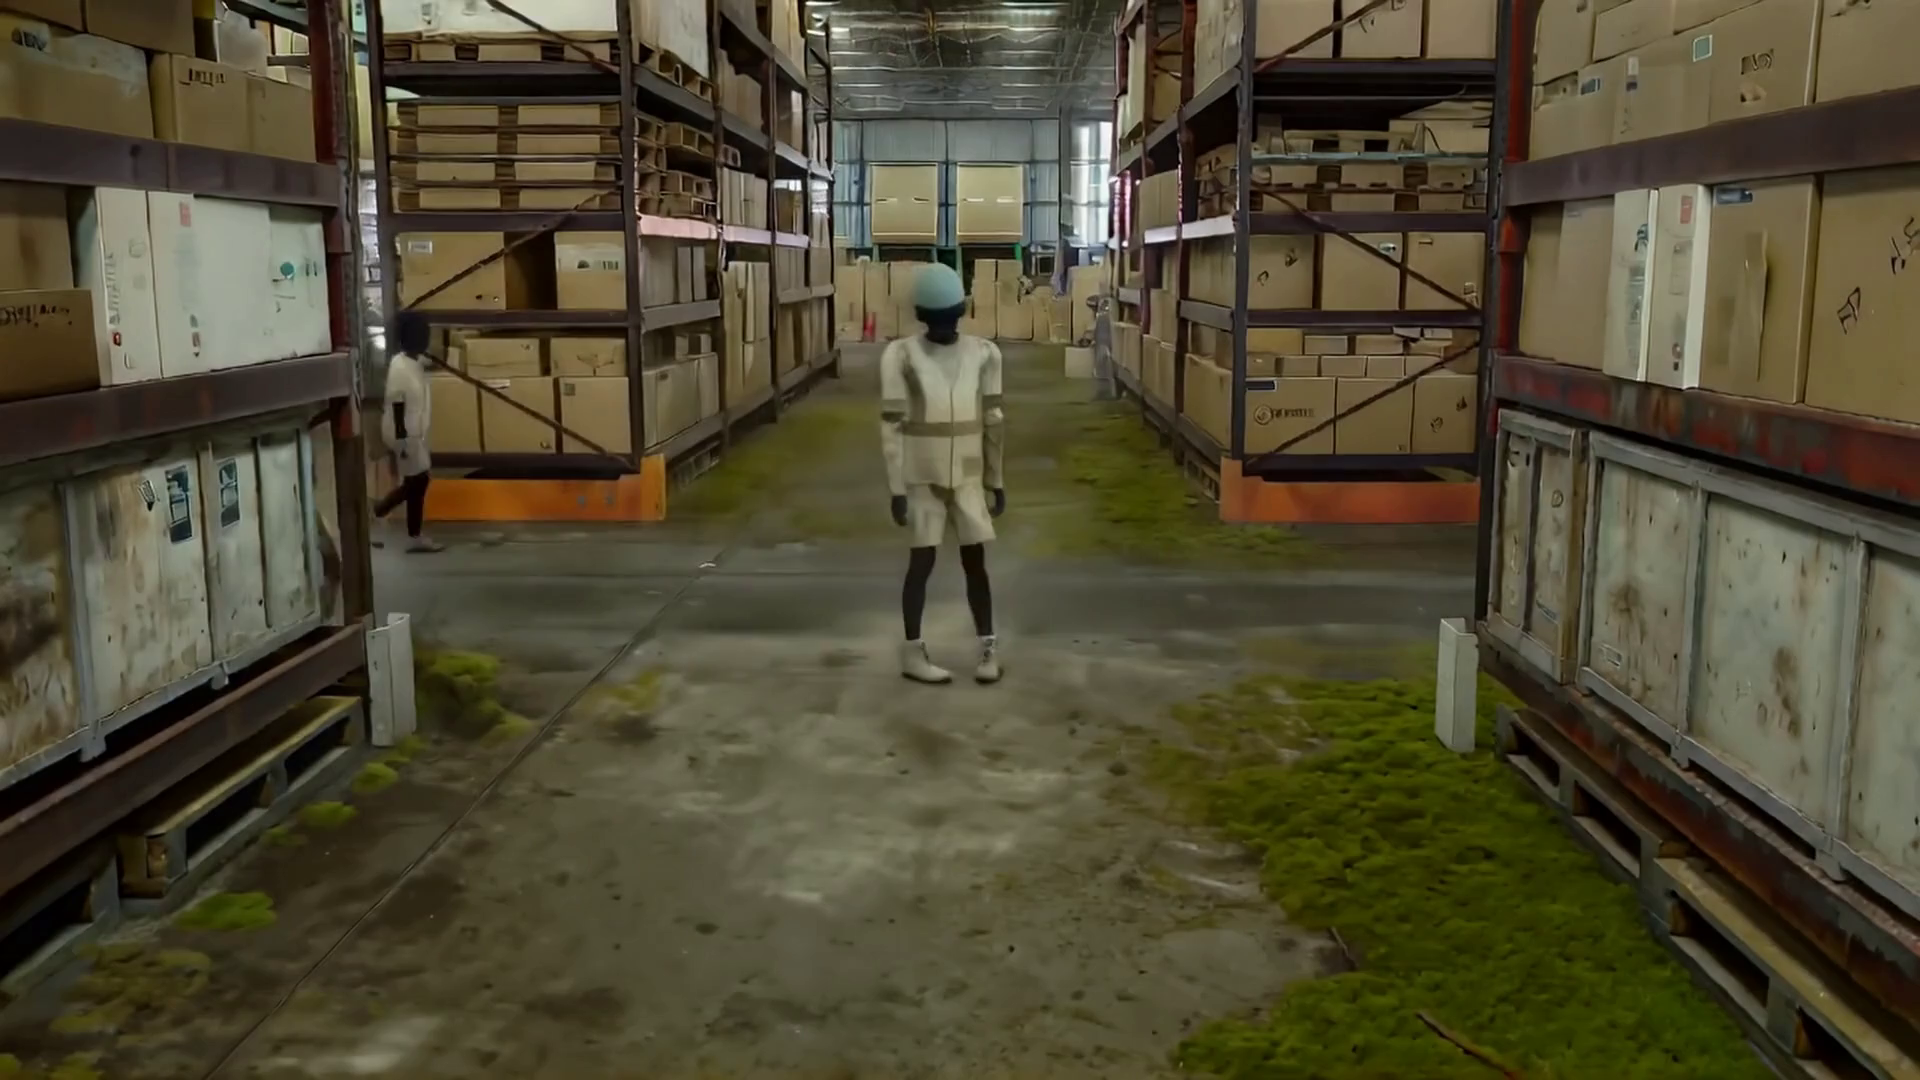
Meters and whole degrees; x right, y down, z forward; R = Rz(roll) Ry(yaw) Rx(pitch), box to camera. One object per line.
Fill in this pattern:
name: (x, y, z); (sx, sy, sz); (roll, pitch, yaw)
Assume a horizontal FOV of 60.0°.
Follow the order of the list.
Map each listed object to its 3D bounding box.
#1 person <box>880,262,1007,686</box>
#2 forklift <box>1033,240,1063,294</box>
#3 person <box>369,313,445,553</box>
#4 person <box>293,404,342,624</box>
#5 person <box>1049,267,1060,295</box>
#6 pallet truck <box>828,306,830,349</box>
person: (-0.065, -0.308, 7.965); (0.629, 2.036, 0.404); (-3, 10, -18)
forklift: (3.133, -9.316, 59.367); (1.129, 2.768, 1.873); (0, 9, 1)
person: (-3.849, -0.722, 11.444); (0.474, 1.679, 0.549); (0, 9, -3)
person: (-3.158, -0.102, 7.928); (0.474, 1.616, 0.534); (0, 9, 3)
person: (3.053, -7.825, 53.414); (1.011, 1.893, 0.647); (2, 10, 9)
pallet truck: (-3.100, -3.940, 29.800); (1.885, 1.965, 0.823); (3, 10, 19)
